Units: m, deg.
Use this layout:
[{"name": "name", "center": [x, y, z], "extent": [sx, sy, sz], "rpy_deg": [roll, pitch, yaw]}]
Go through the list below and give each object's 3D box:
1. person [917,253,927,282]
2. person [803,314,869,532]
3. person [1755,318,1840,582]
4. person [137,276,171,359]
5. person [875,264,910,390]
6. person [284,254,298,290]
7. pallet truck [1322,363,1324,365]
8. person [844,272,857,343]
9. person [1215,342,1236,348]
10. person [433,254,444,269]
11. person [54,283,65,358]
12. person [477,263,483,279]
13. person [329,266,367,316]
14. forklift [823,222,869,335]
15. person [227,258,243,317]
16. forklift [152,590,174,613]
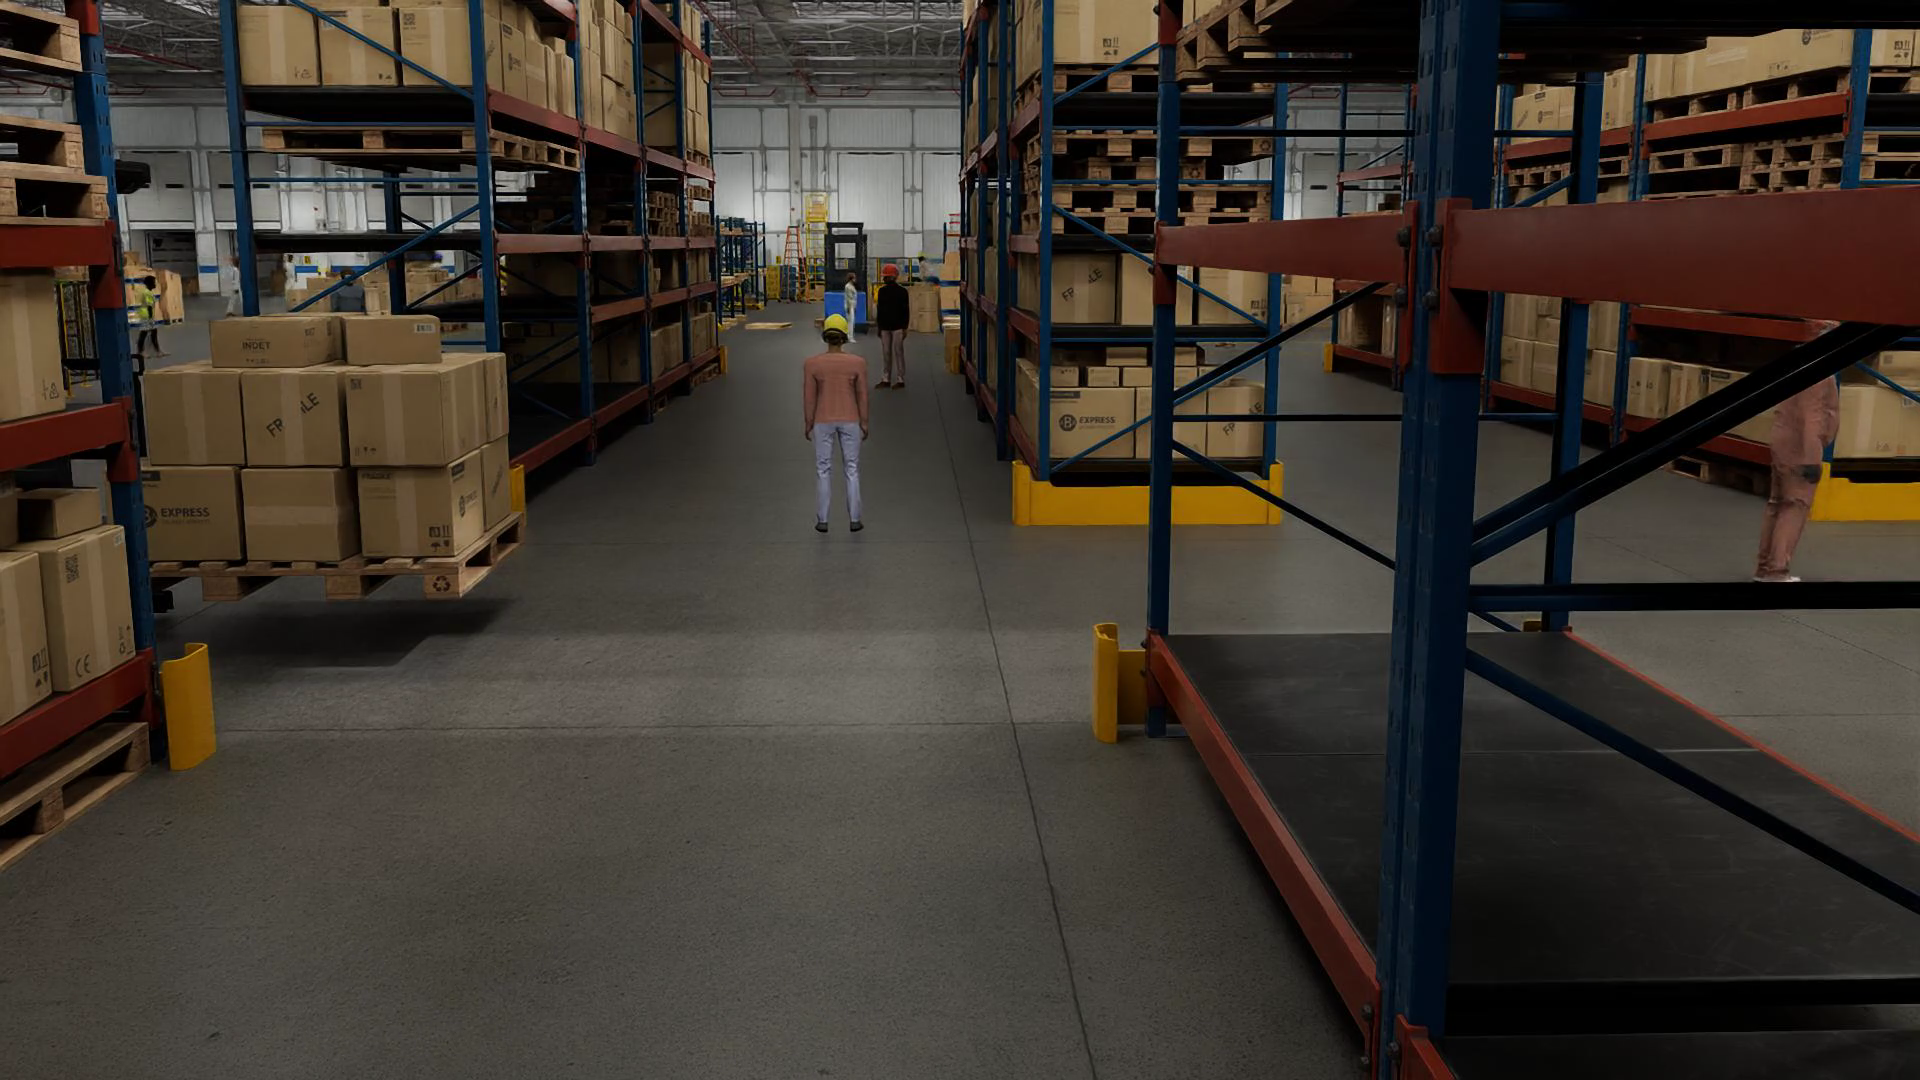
[{"name": "person", "center": [-1.483, -10.289, 65.171], "extent": [0.409, 1.900, 0.608], "rpy_deg": [-1, 10, -7]}, {"name": "person", "center": [-1.001, -0.940, 13.463], "extent": [0.533, 1.767, 0.312], "rpy_deg": [-1, 10, -6]}, {"name": "person", "center": [5.654, -0.585, 11.161], "extent": [0.413, 1.894, 0.660], "rpy_deg": [2, 10, 13]}, {"name": "person", "center": [-16.271, -4.476, 33.465], "extent": [0.692, 1.655, 0.552], "rpy_deg": [-7, 12, -33]}, {"name": "person", "center": [-1.082, -3.389, 26.477], "extent": [0.613, 1.991, 0.392], "rpy_deg": [8, 13, 37]}, {"name": "person", "center": [-25.983, -10.182, 64.717], "extent": [0.649, 1.848, 0.561], "rpy_deg": [4, 11, 23]}, {"name": "pallet truck", "center": [7.712, -4.157, 30.737], "extent": [1.885, 1.965, 0.823], "rpy_deg": [3, 11, 16]}, {"name": "person", "center": [-2.531, -5.363, 38.458], "extent": [0.308, 1.638, 0.520], "rpy_deg": [2, 10, 10]}, {"name": "person", "center": [5.928, -5.210, 36.763], "extent": [0.357, 1.938, 0.635], "rpy_deg": [-5, 11, -27]}, {"name": "person", "center": [-17.750, -8.792, 56.733], "extent": [0.452, 1.929, 0.650], "rpy_deg": [-8, 13, -37]}, {"name": "person", "center": [-16.180, -3.927, 29.484], "extent": [1.064, 1.980, 0.629], "rpy_deg": [7, 13, 36]}, {"name": "person", "center": [-16.711, -9.127, 58.650], "extent": [0.585, 1.922, 0.391], "rpy_deg": [-5, 12, -28]}, {"name": "person", "center": [-10.162, -3.587, 27.726], "extent": [0.372, 1.940, 0.627], "rpy_deg": [9, 13, 41]}, {"name": "forklift", "center": [-2.888, -6.609, 41.940], "extent": [1.129, 2.768, 1.873], "rpy_deg": [0, 10, -2]}, {"name": "person", "center": [-22.556, -7.907, 52.087], "extent": [0.968, 1.826, 0.602], "rpy_deg": [-7, 12, -35]}, {"name": "forklift", "center": [-5.858, -0.811, 9.639], "extent": [1.873, 2.768, 1.129], "rpy_deg": [-1, 10, -3]}]
